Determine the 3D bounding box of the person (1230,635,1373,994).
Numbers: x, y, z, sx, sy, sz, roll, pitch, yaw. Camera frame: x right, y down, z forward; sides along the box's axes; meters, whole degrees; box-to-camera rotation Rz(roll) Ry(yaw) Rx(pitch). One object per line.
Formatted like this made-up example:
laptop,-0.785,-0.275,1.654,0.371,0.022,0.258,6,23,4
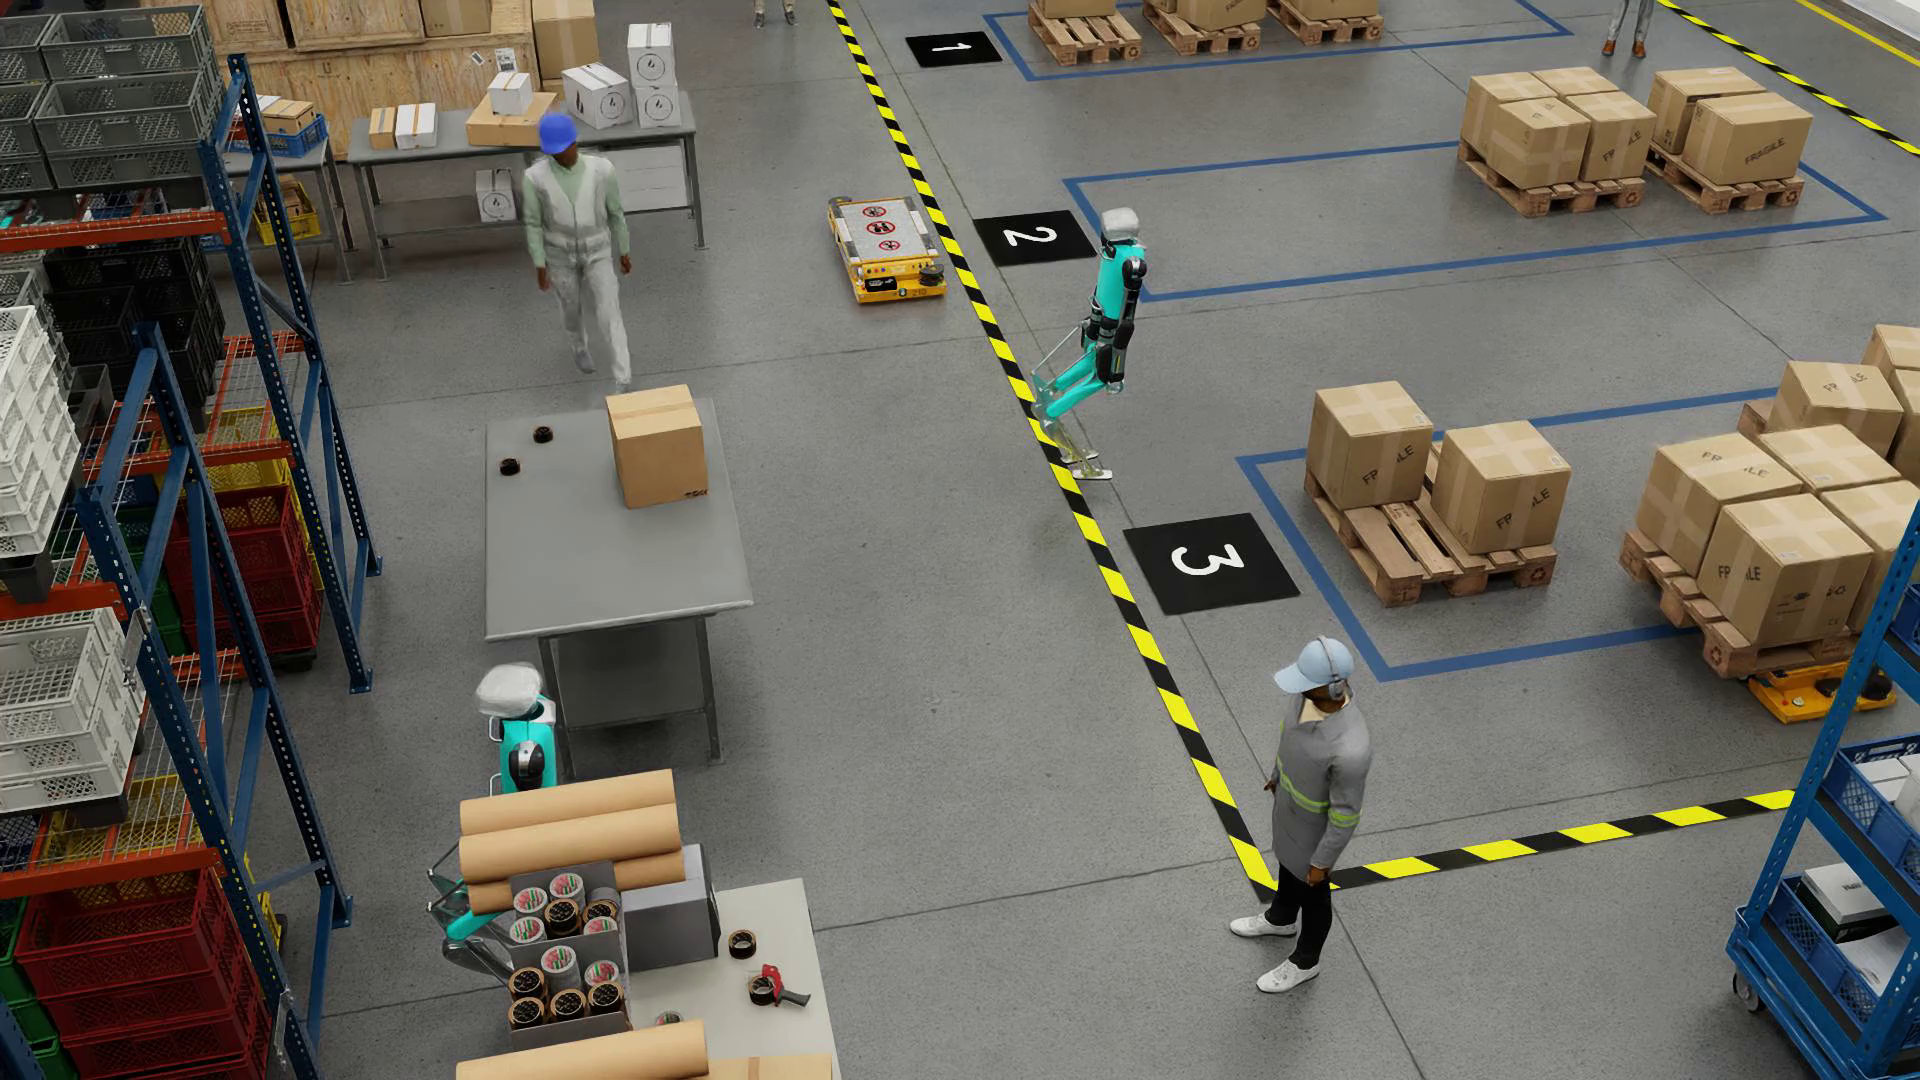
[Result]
person,1.380,1.105,6.745,0.397,1.848,0.587,-6,37,-9

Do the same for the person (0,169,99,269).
person,-5.854,-1.875,10.719,0.572,1.887,0.357,-11,38,-14

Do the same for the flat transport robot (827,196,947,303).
flat transport robot,-0.570,-2.220,12.538,0.659,0.231,1.431,-8,37,-10

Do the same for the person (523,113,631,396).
person,-2.427,-1.797,10.622,0.630,1.889,0.928,-6,37,-8

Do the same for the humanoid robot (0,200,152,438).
humanoid robot,-5.237,-1.345,10.133,0.894,1.748,0.544,-3,37,-4

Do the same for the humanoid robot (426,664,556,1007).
humanoid robot,-1.880,1.214,6.581,0.735,1.674,0.533,-8,37,-10

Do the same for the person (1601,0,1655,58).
person,6.444,-5.461,15.545,0.585,1.879,0.385,9,38,12

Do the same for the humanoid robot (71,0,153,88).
humanoid robot,-6.639,-3.514,13.101,0.599,1.636,0.411,-19,41,-24

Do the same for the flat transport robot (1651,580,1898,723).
flat transport robot,4.328,0.406,8.984,0.652,0.197,1.431,-8,37,-10

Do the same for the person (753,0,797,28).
person,-1.843,-5.912,16.243,0.572,1.764,0.401,-8,37,-10

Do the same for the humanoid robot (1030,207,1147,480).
humanoid robot,0.681,-1.108,9.700,0.735,1.677,0.533,-7,37,-10
